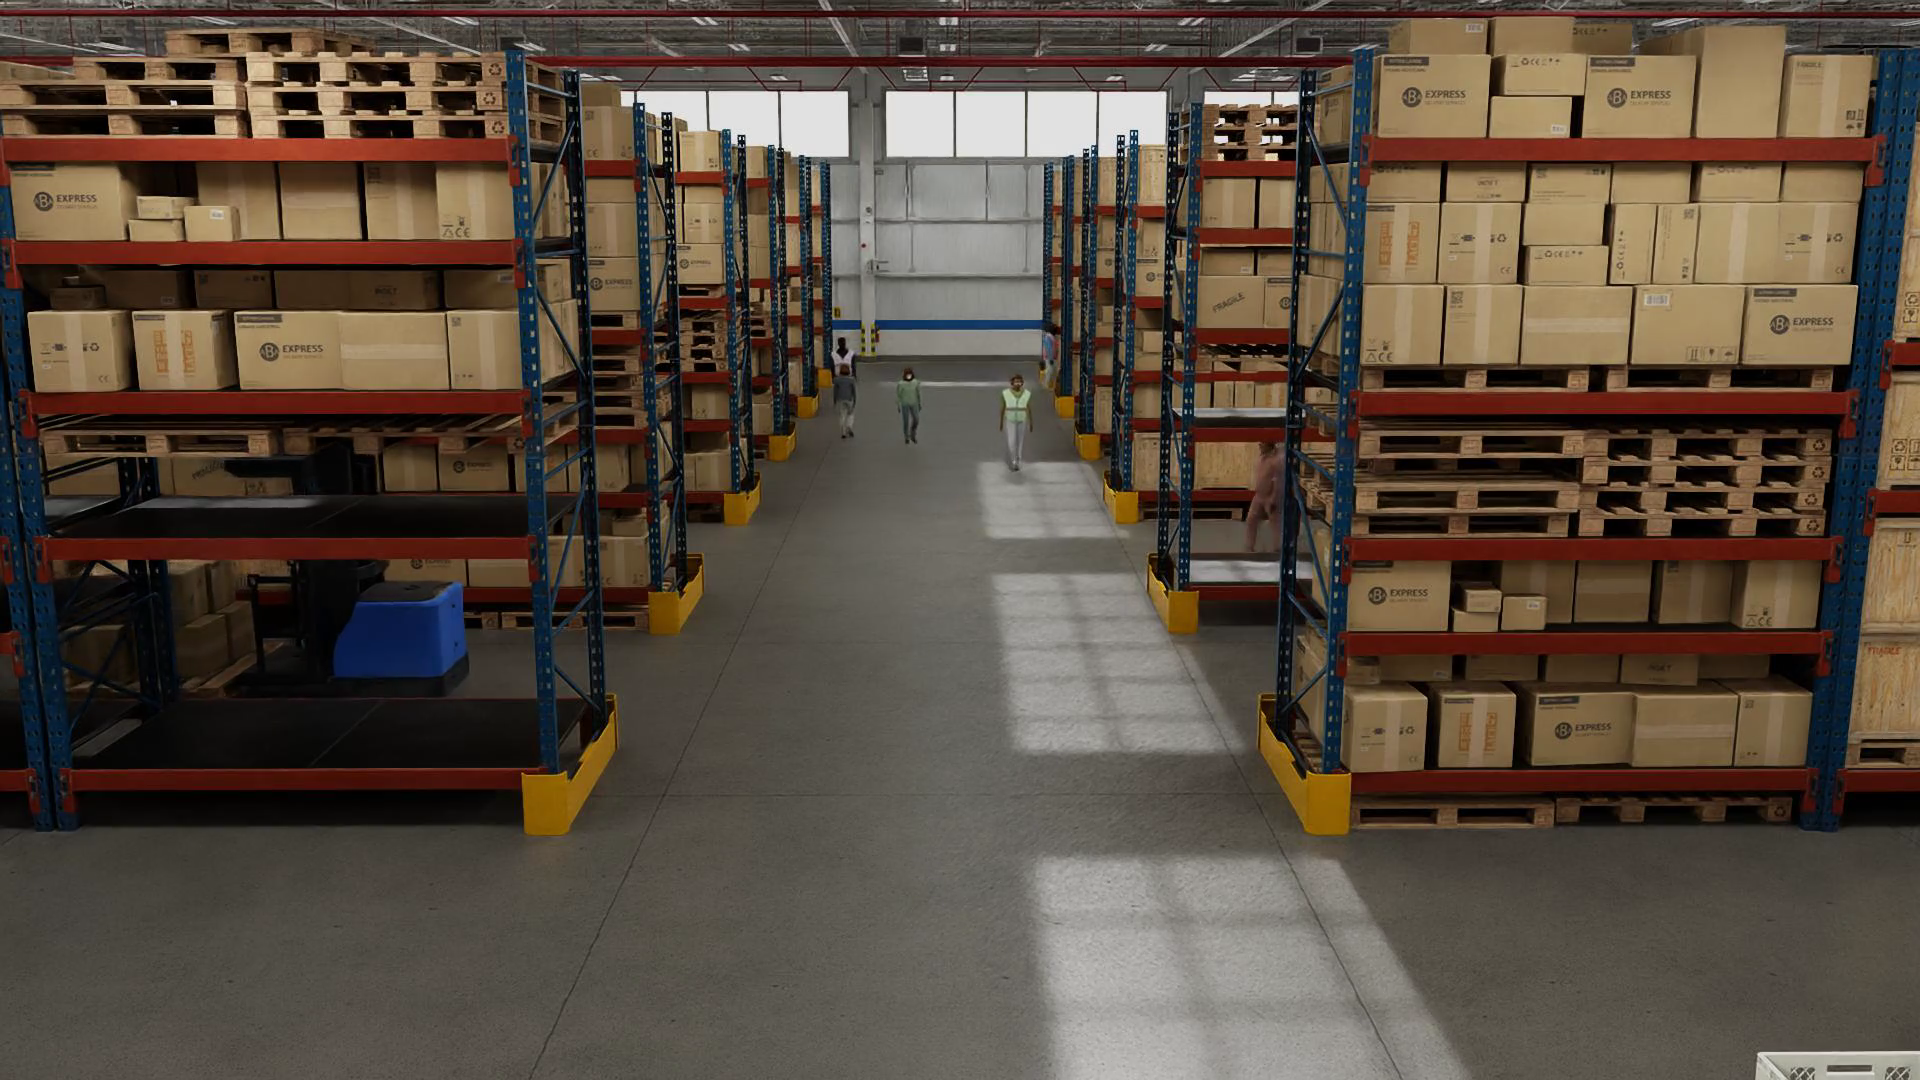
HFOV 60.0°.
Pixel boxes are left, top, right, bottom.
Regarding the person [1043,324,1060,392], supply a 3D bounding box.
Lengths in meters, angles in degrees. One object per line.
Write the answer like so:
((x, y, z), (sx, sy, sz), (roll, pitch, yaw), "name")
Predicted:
((2.459, -4.857, 44.425), (0.512, 1.819, 0.693), (4, 12, 21), "person")

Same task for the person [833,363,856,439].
((-2.463, -2.984, 35.645), (0.503, 1.613, 0.577), (0, 11, 0), "person")

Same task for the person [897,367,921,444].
((-1.040, -2.782, 34.622), (0.534, 1.614, 0.548), (-3, 12, -16), "person")

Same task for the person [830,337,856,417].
((-2.765, -3.876, 39.389), (0.591, 1.888, 0.845), (-1, 11, -3), "person")

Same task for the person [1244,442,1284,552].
((4.169, -0.553, 22.956), (0.820, 1.878, 0.646), (-7, 13, -30), "person")

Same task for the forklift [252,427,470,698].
((-6.088, 0.184, 16.786), (1.873, 2.768, 1.129), (0, 11, -1), "forklift")

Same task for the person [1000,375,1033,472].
((1.078, -2.167, 31.079), (0.603, 1.812, 0.839), (-2, 12, -10), "person")
